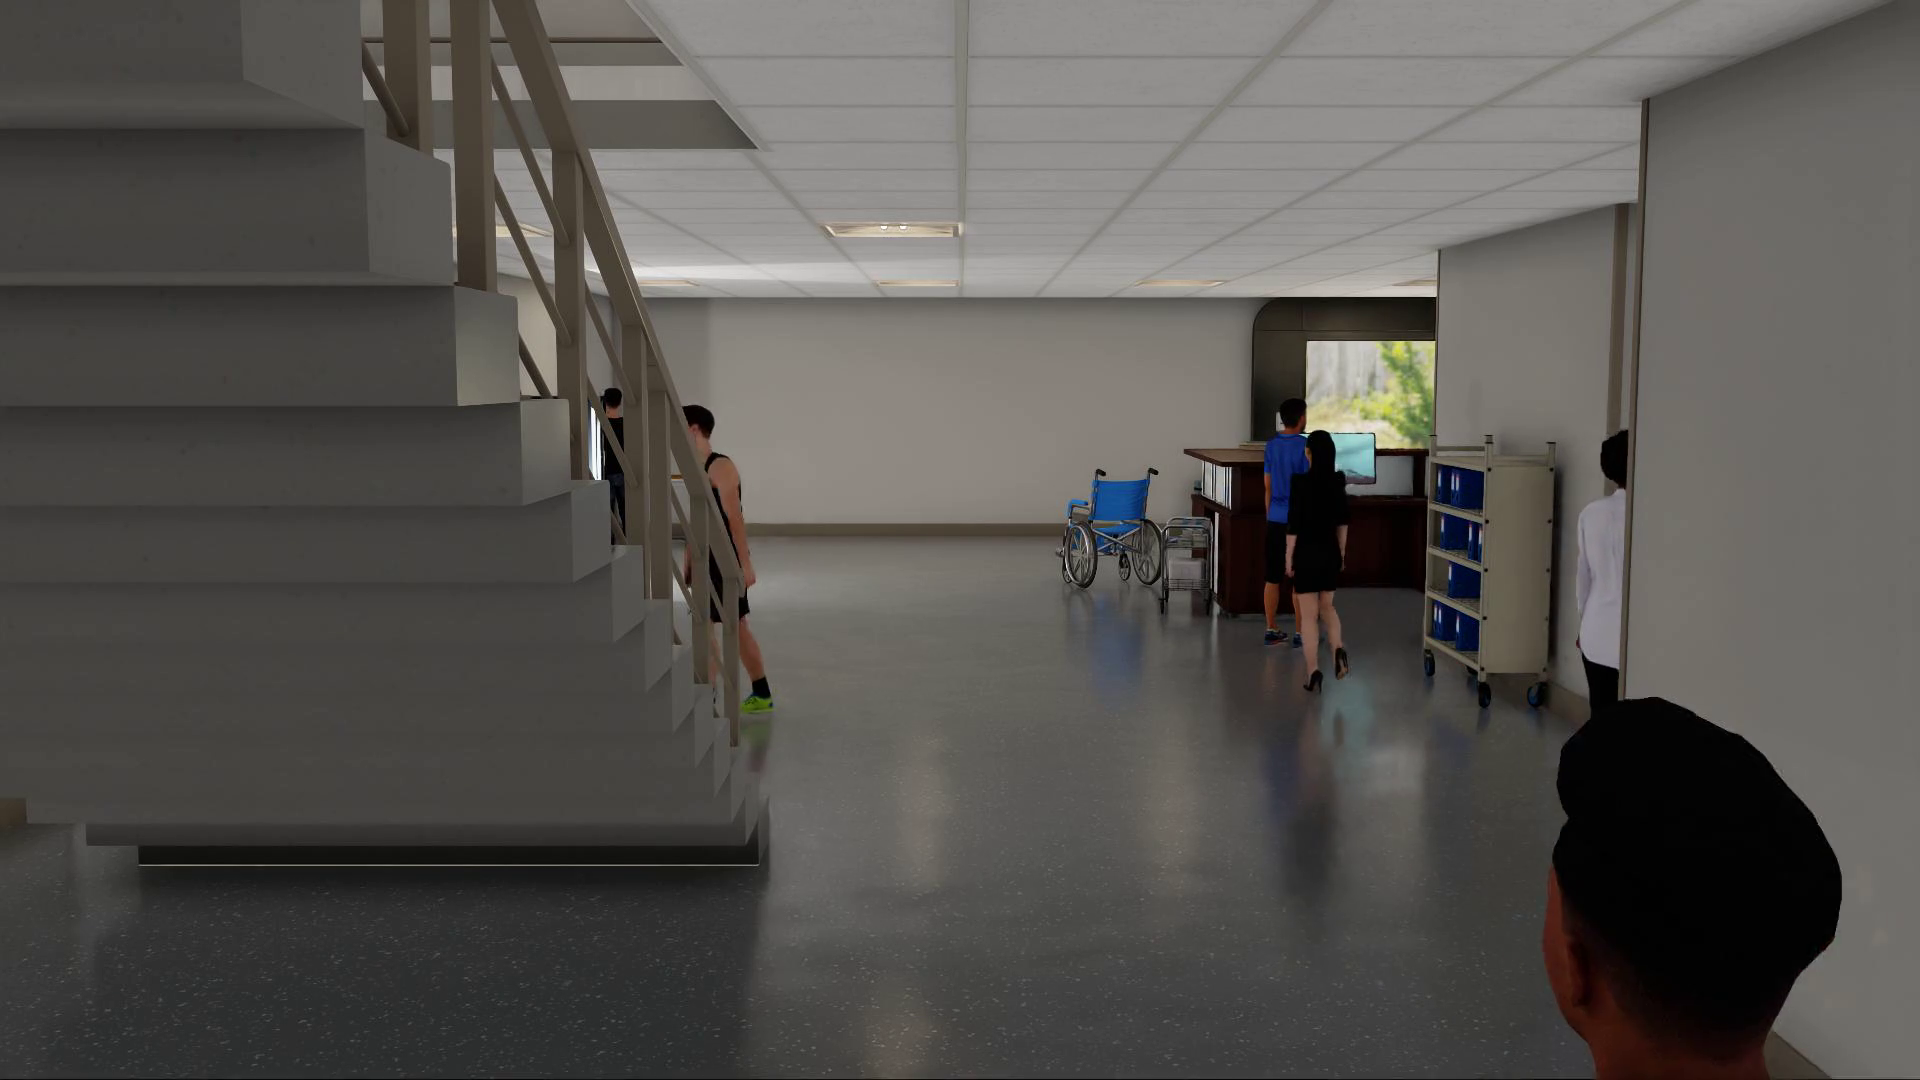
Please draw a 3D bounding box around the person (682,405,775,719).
[{"bbox_3d":[-1.323,0.154,9.773,0.931,1.842,0.949,-3,7,-31],"label":"person"}]

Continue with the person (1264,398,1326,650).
[{"bbox_3d":[2.478,-0.136,12.526,0.765,1.868,0.704,-6,8,-44],"label":"person"}]

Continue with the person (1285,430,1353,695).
[{"bbox_3d":[2.326,0.150,10.577,0.723,1.690,0.783,-2,6,-21],"label":"person"}]
